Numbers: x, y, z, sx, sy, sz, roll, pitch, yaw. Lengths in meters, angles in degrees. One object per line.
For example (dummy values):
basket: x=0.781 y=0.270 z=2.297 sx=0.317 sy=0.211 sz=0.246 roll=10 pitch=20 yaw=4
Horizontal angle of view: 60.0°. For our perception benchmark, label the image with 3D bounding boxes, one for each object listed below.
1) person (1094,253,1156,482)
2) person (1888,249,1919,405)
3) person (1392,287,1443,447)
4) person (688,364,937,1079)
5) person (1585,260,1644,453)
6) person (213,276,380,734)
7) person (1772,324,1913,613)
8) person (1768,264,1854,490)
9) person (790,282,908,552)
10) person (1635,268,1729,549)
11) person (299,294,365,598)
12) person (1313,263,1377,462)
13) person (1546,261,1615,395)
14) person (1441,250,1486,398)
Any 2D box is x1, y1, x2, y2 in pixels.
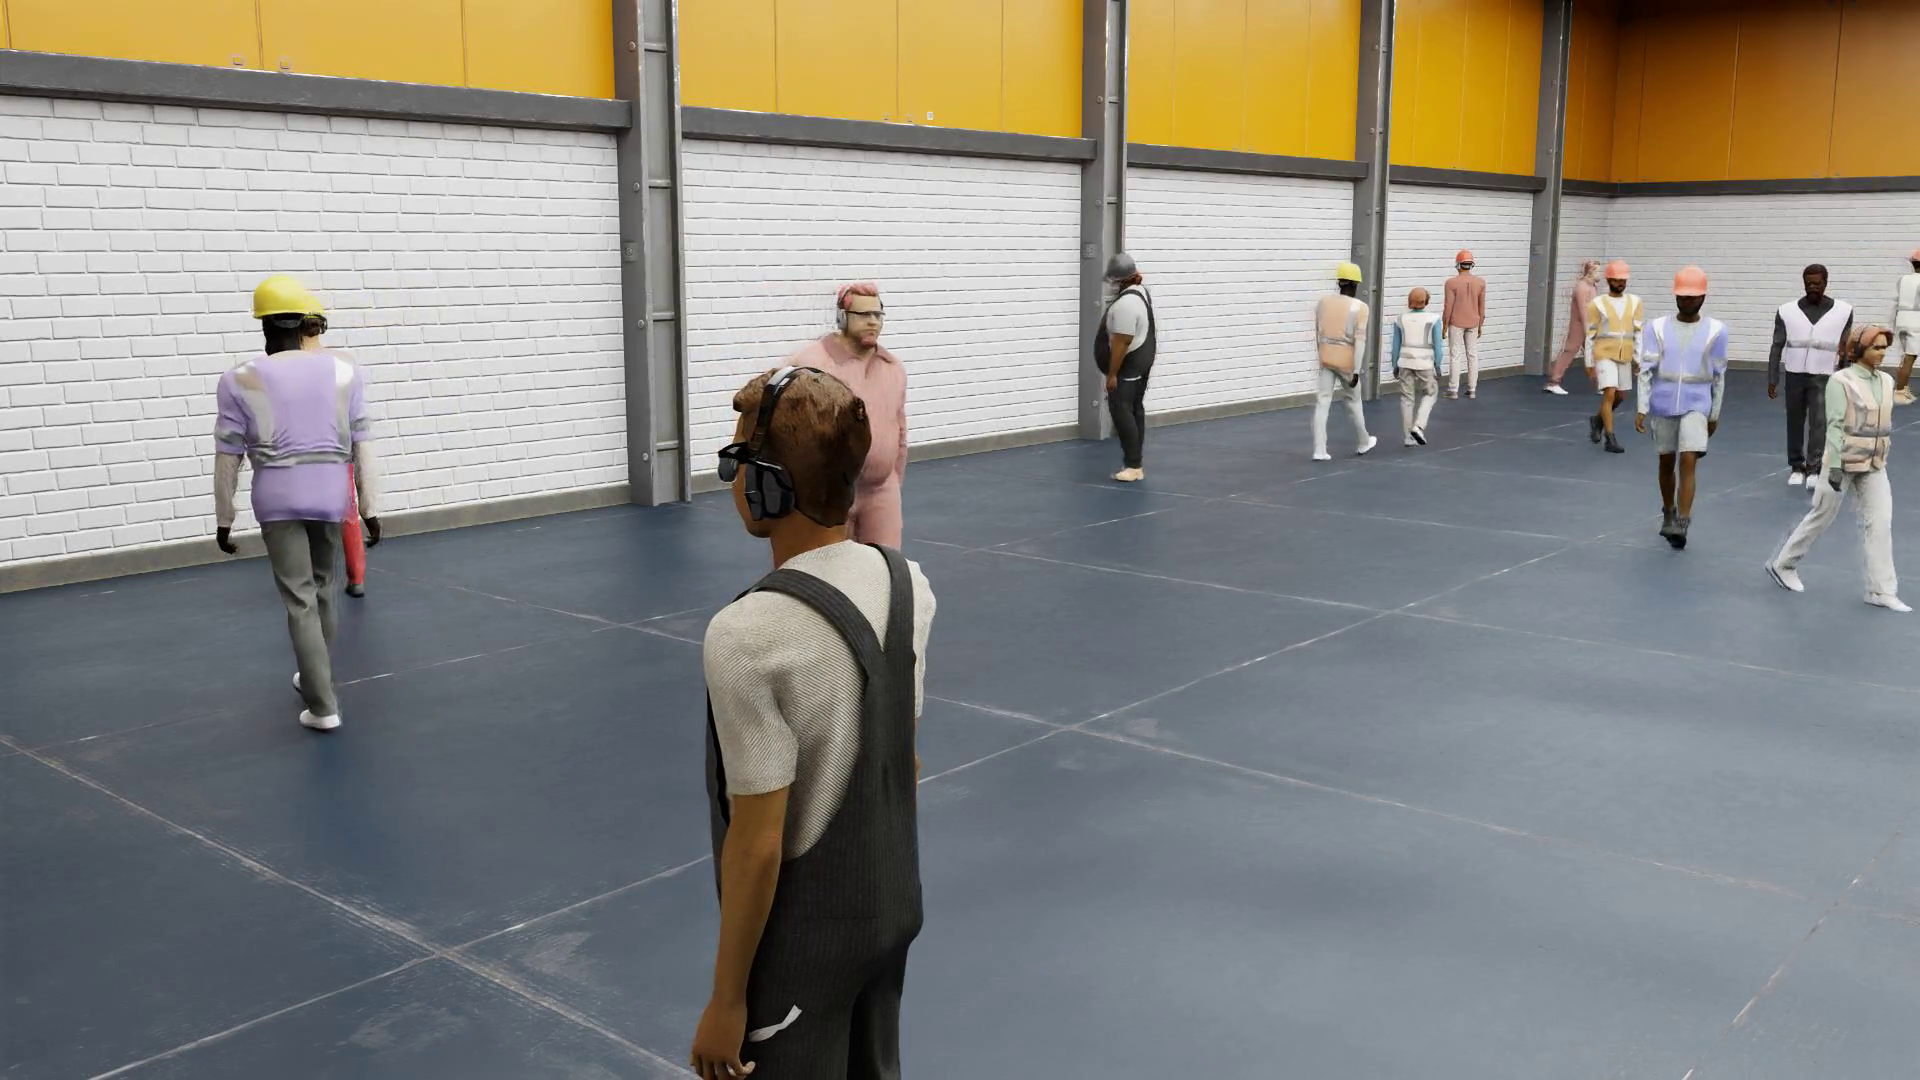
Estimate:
person: x=1.436 y=-1.547 z=14.590 sx=0.534 sy=2.000 sz=0.775 roll=4 pitch=11 yaw=20
person: x=12.369 y=-2.743 z=21.470 sx=0.752 sy=2.019 sz=0.624 roll=-3 pitch=10 yaw=-14
person: x=4.651 y=-1.756 z=16.929 sx=0.535 sy=1.626 sz=0.364 roll=7 pitch=12 yaw=34
person: x=-0.240 y=0.644 z=2.670 sx=0.345 sy=1.846 sz=0.508 roll=5 pitch=11 yaw=28
person: x=6.545 y=-1.856 z=16.732 sx=0.546 sy=1.917 sz=0.849 roll=-1 pitch=10 yaw=-4
person: x=-2.867 y=-0.161 z=7.094 sx=0.619 sy=1.892 sz=0.857 roll=-9 pitch=13 yaw=-40
person: x=5.083 y=-0.436 z=9.527 sx=0.522 sy=1.604 sz=0.849 roll=-4 pitch=11 yaw=-20
person: x=7.110 y=-1.356 z=13.955 sx=0.612 sy=1.879 sz=0.887 roll=6 pitch=11 yaw=30
person: x=-0.526 y=-0.246 z=7.653 sx=0.653 sy=1.881 sz=0.836 roll=-7 pitch=12 yaw=-34
person: x=4.912 y=-0.902 z=11.359 sx=0.549 sy=1.883 sz=1.006 roll=5 pitch=11 yaw=27
person: x=-3.682 y=-0.518 z=9.517 sx=0.328 sy=1.765 sz=0.532 roll=9 pitch=14 yaw=43
person: x=3.695 y=-1.705 z=15.981 sx=0.594 sy=1.870 sz=0.998 roll=8 pitch=13 yaw=39
person: x=8.597 y=-2.906 z=22.885 sx=1.011 sy=1.849 sz=0.653 roll=7 pitch=12 yaw=36
person: x=6.781 y=-2.905 z=22.448 sx=0.609 sy=1.996 sz=0.379 roll=-2 pitch=10 yaw=-12
